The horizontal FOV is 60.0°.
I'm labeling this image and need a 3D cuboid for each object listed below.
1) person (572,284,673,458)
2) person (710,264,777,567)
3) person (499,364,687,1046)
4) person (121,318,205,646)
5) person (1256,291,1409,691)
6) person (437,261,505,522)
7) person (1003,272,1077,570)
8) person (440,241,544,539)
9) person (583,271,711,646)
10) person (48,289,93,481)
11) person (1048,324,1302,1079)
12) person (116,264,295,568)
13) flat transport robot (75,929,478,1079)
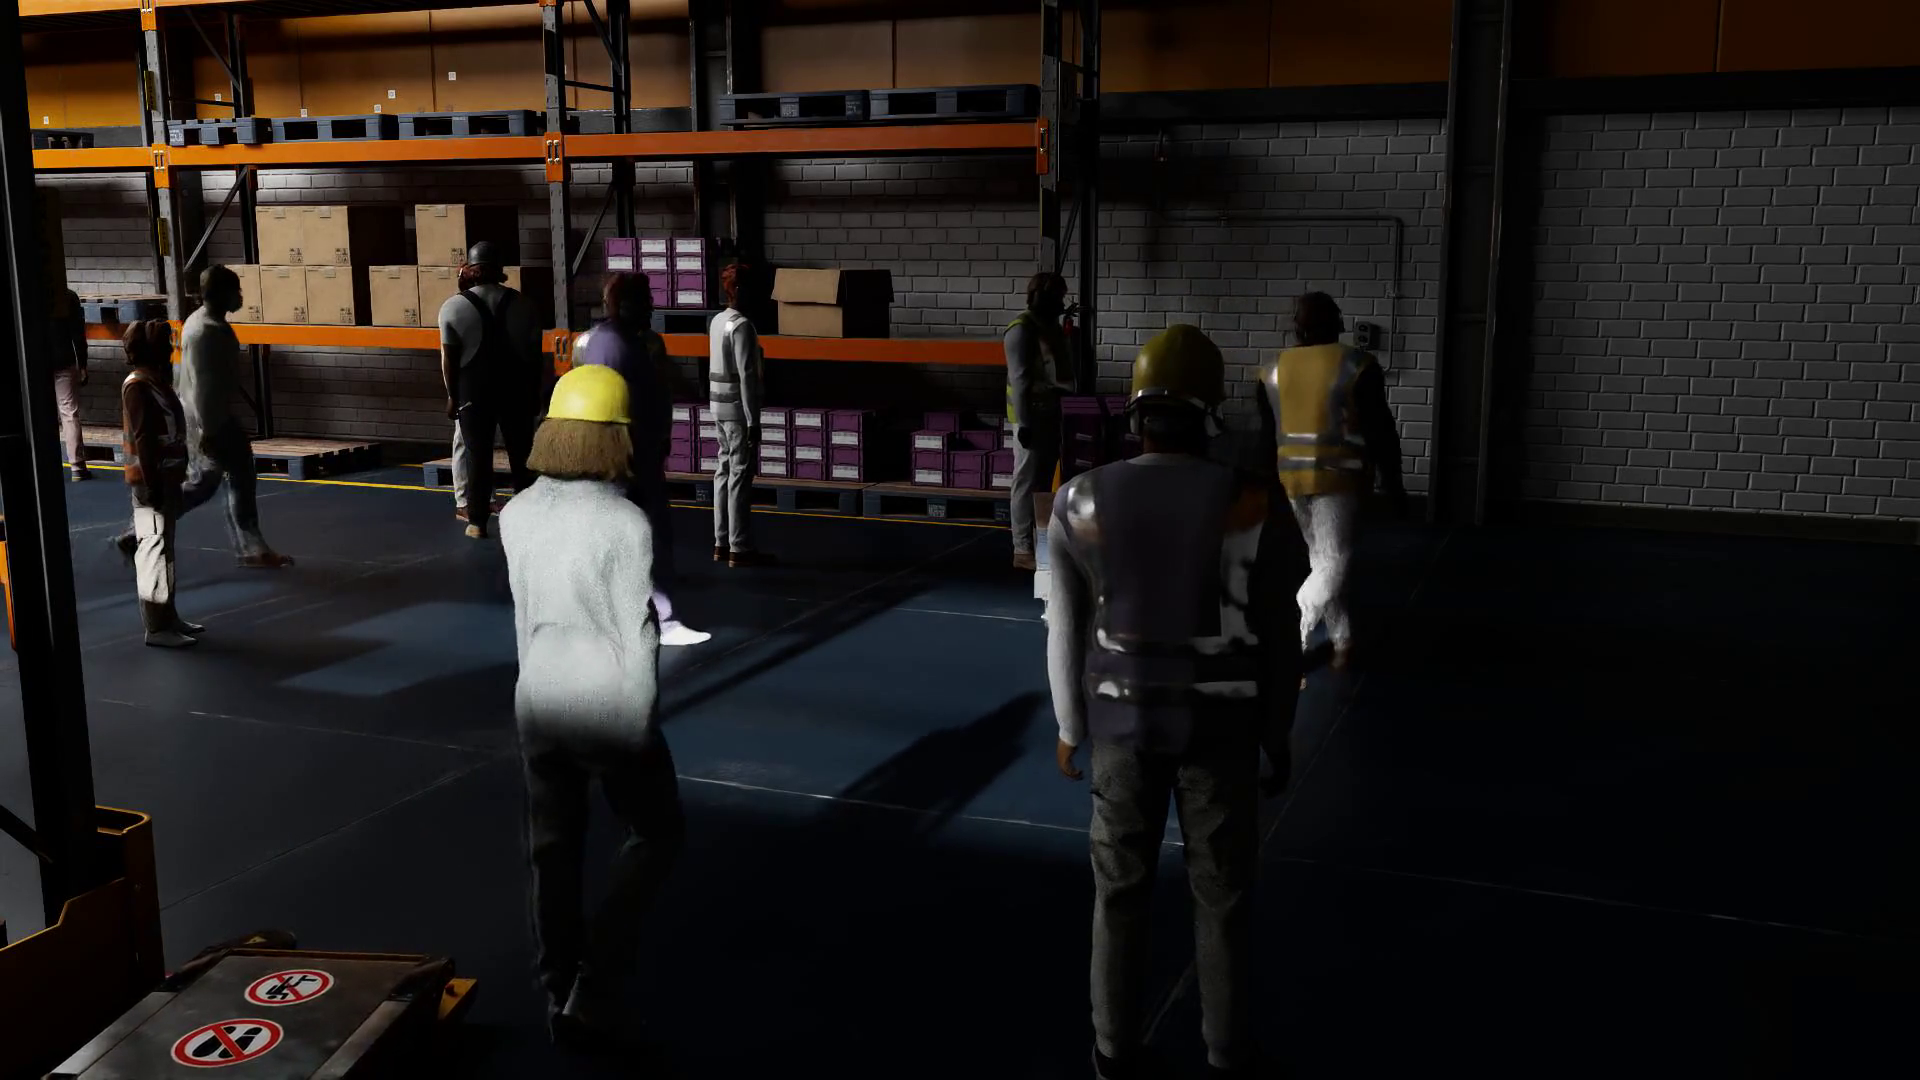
[{"bbox_3d":[-2.032,-0.677,10.034,0.626,1.819,0.461,1,10,4],"label":"person"},{"bbox_3d":[-1.388,-0.776,10.417,0.338,1.882,0.582,-5,11,-27],"label":"person"},{"bbox_3d":[-0.919,0.428,4.156,0.503,1.723,0.362,5,11,25],"label":"person"},{"bbox_3d":[-4.040,-0.288,8.381,0.307,1.641,0.513,-3,11,-16],"label":"person"},{"bbox_3d":[1.647,-0.234,7.655,0.892,1.800,0.676,-10,14,-43],"label":"person"},{"bbox_3d":[-3.523,-1.081,12.126,0.356,1.883,0.574,5,11,26],"label":"person"},{"bbox_3d":[0.511,-0.741,10.358,0.430,1.839,0.619,5,11,24],"label":"person"},{"bbox_3d":[-3.211,-1.035,11.426,0.674,2.000,0.535,-4,11,-22],"label":"person"},{"bbox_3d":[-1.679,-0.382,8.236,0.745,1.882,0.656,-5,11,-25],"label":"person"},{"bbox_3d":[-7.660,-1.472,13.980,0.612,1.997,0.375,-4,11,-20],"label":"person"},{"bbox_3d":[0.503,0.417,3.914,0.586,1.835,0.403,2,10,14],"label":"person"},{"bbox_3d":[-4.622,-0.714,10.075,0.903,1.903,0.652,-3,11,-15],"label":"person"},{"bbox_3d":[-1.649,1.240,3.684,0.652,0.197,1.431,1,10,5],"label":"flat transport robot"}]
